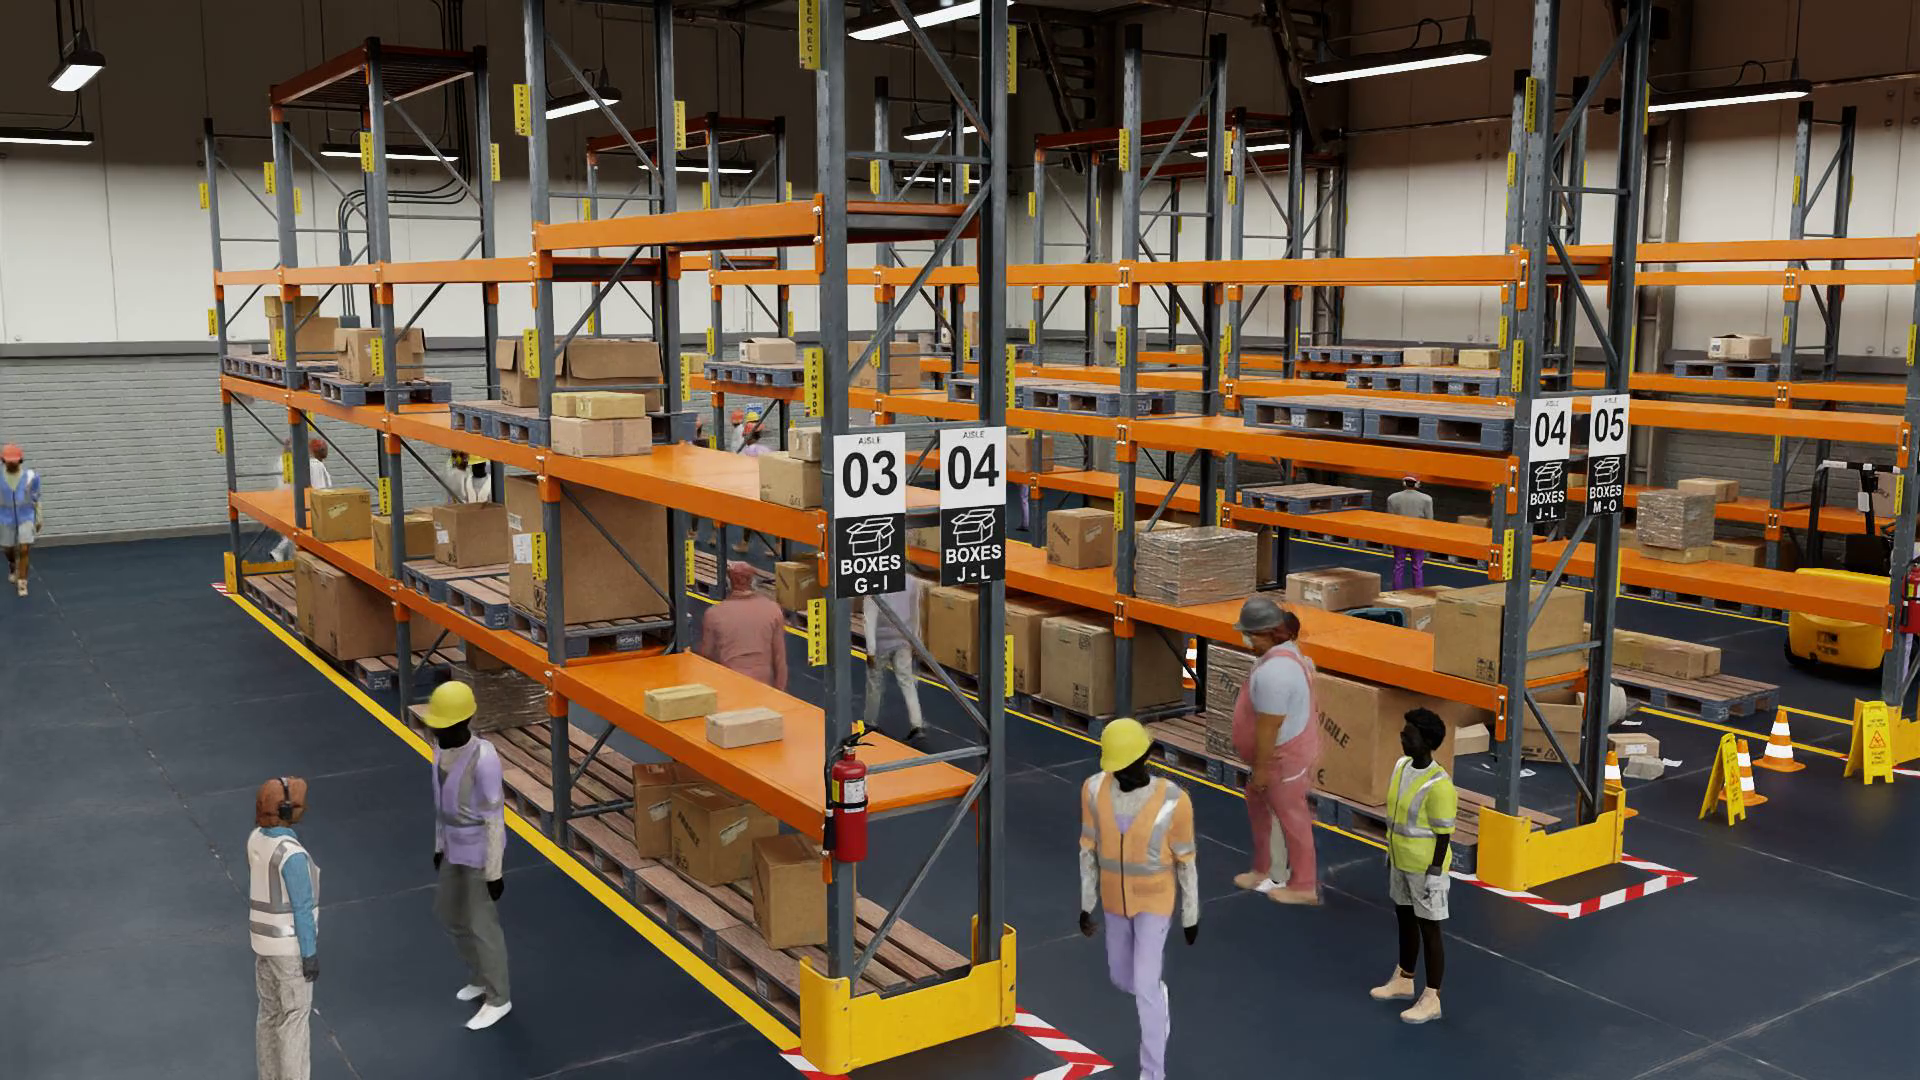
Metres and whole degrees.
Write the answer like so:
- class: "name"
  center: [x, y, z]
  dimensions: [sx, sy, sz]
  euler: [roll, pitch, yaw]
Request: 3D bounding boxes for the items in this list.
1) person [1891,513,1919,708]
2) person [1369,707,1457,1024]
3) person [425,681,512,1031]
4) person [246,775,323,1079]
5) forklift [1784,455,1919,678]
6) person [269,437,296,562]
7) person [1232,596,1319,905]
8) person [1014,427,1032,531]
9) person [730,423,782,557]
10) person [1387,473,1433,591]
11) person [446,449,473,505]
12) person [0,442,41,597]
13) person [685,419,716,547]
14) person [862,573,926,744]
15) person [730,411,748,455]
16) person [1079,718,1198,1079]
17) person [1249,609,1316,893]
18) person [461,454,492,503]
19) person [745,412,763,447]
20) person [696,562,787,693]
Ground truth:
- class: "person"
  center: [8.951, 0.666, 15.573]
  dimensions: [0.507, 1.847, 0.343]
  euler: [2, 9, 15]
- class: "person"
  center: [2.457, 1.733, 8.958]
  dimensions: [0.318, 1.700, 0.535]
  euler: [-2, 9, -16]
- class: "person"
  center: [-2.610, 1.651, 8.817]
  dimensions: [0.488, 1.902, 0.633]
  euler: [-8, 12, -44]
- class: "person"
  center: [-3.192, 1.926, 7.880]
  dimensions: [0.523, 1.636, 0.311]
  euler: [8, 12, 43]
- class: "forklift"
  center: [9.643, 0.253, 17.172]
  dimensions: [2.313, 2.155, 1.214]
  euler: [-6, 10, -33]
- class: "person"
  center: [-9.381, -0.517, 23.348]
  dimensions: [0.493, 1.888, 0.642]
  euler: [-3, 9, -17]
- class: "person"
  center: [1.983, 1.319, 10.580]
  dimensions: [0.684, 2.000, 0.706]
  euler: [2, 9, 12]
- class: "person"
  center: [1.091, -1.026, 27.105]
  dimensions: [0.533, 1.767, 0.326]
  euler: [-6, 10, -35]
- class: "person"
  center: [-2.992, -0.738, 24.519]
  dimensions: [1.036, 1.960, 0.614]
  euler: [5, 10, 30]
- class: "person"
  center: [5.543, -0.030, 20.508]
  dimensions: [0.573, 1.750, 0.331]
  euler: [3, 9, 20]
- class: "person"
  center: [-6.947, -0.534, 23.425]
  dimensions: [0.630, 1.891, 0.585]
  euler: [6, 10, 35]
- class: "person"
  center: [-12.165, -0.287, 21.433]
  dimensions: [0.626, 2.005, 0.801]
  euler: [-4, 10, -26]
- class: "person"
  center: [-3.951, -0.886, 25.496]
  dimensions: [0.620, 1.985, 1.017]
  euler: [-5, 10, -28]
- class: "person"
  center: [-0.580, 0.873, 14.409]
  dimensions: [0.594, 1.800, 0.925]
  euler: [-5, 10, -31]
- class: "person"
  center: [-4.068, -1.511, 30.469]
  dimensions: [0.329, 1.726, 0.670]
  euler: [-3, 9, -19]
- class: "person"
  center: [0.922, 1.756, 8.255]
  dimensions: [0.594, 1.876, 0.753]
  euler: [6, 10, 33]
- class: "person"
  center: [2.085, 1.372, 10.793]
  dimensions: [0.526, 1.869, 0.315]
  euler: [-7, 11, -38]
- class: "person"
  center: [-6.049, -0.199, 21.062]
  dimensions: [0.594, 1.924, 0.382]
  euler: [1, 9, 10]
- class: "person"
  center: [-3.657, -1.409, 29.684]
  dimensions: [0.327, 1.760, 0.523]
  euler: [-3, 9, -21]
- class: "person"
  center: [-1.700, 1.089, 12.667]
  dimensions: [0.662, 1.857, 0.981]
  euler: [-5, 10, -28]
